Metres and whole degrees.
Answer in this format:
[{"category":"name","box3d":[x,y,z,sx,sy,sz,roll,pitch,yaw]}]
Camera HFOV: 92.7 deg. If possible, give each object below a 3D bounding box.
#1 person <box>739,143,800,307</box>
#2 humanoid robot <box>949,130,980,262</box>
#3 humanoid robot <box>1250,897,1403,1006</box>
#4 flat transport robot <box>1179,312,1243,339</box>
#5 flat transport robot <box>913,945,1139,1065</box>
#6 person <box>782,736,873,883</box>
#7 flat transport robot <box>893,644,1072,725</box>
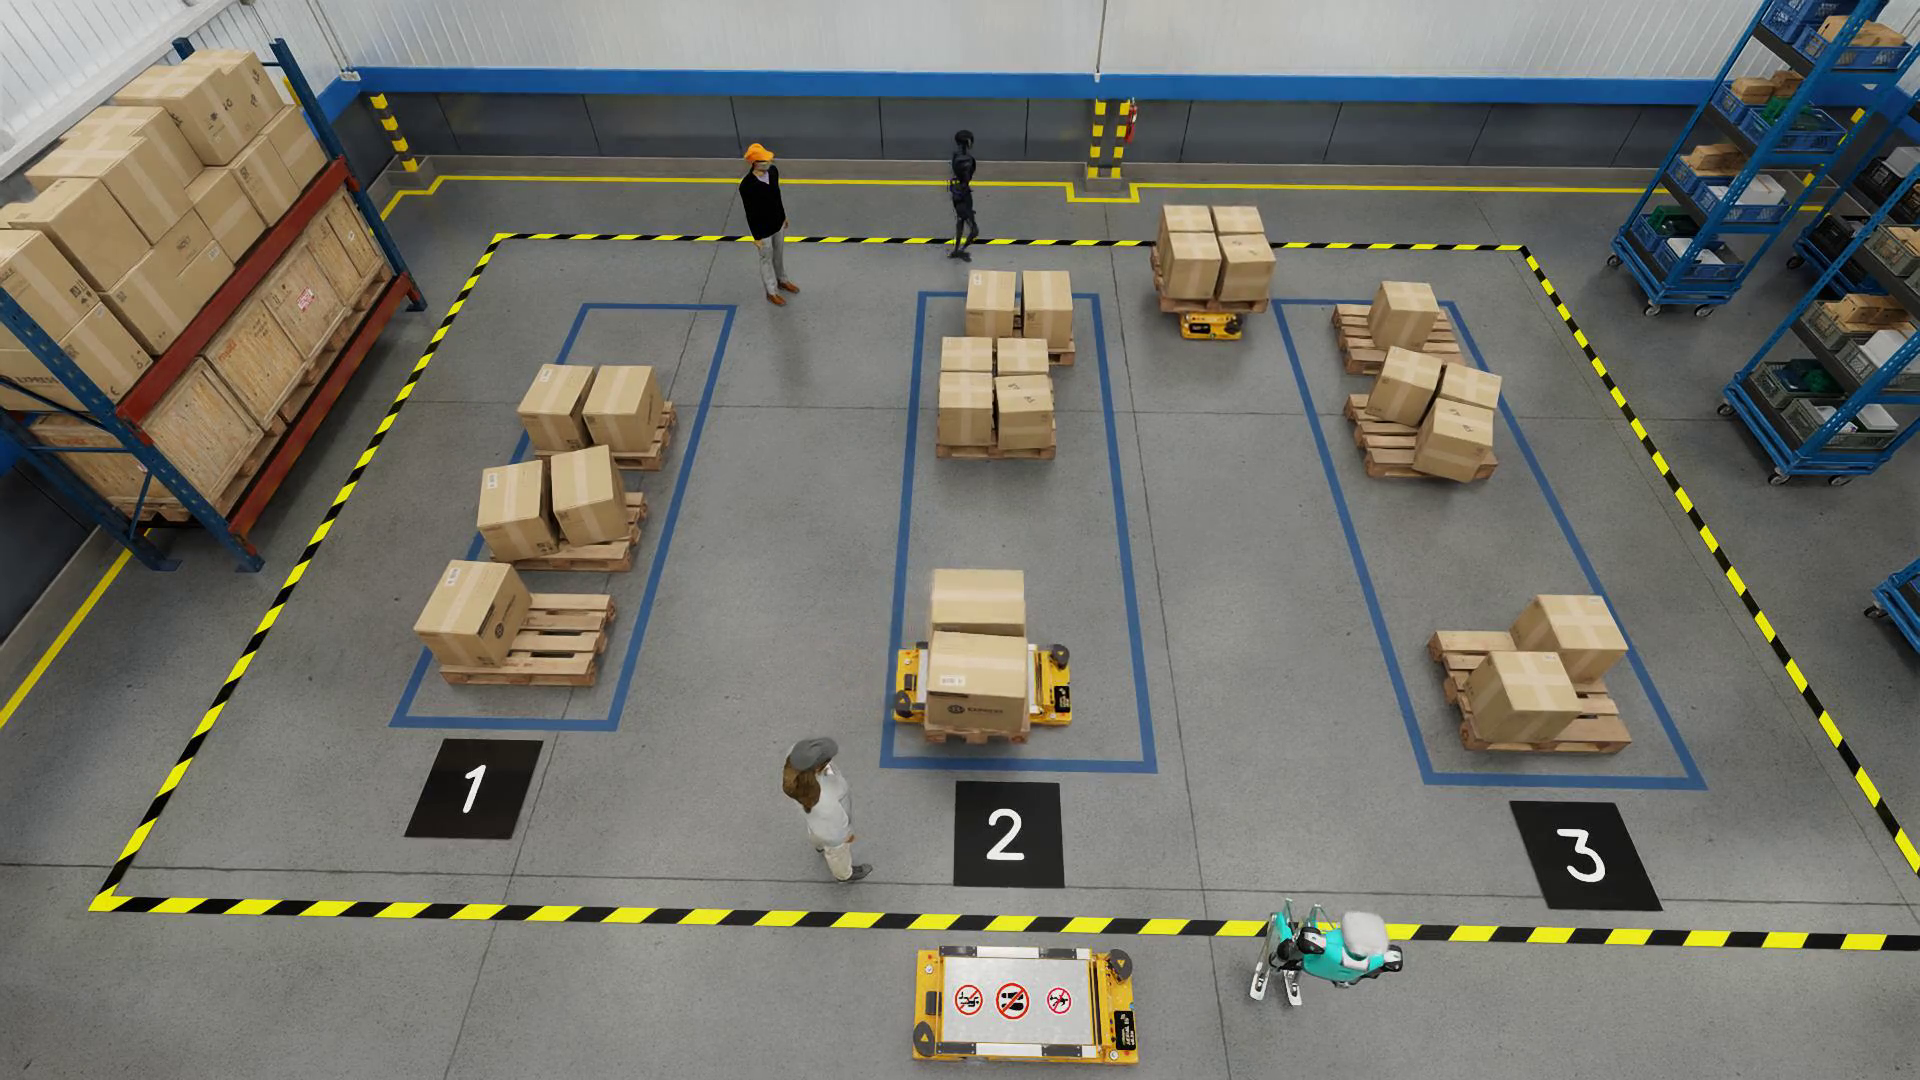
[{"category":"person","box3d":[-2.155,-3.547,10.335,0.358,1.884,0.588,23,54,18]},{"category":"humanoid robot","box3d":[0.035,-4.082,10.907,0.375,1.649,0.599,-8,51,-6]},{"category":"humanoid robot","box3d":[2.140,2.376,5.518,0.533,1.673,0.735,9,51,8]},{"category":"flat transport robot","box3d":[2.888,-2.899,10.831,0.652,0.197,1.431,1,51,1]},{"category":"flat transport robot","box3d":[0.422,3.041,6.007,1.431,0.231,0.659,1,51,1]},{"category":"person","box3d":[-0.900,1.794,6.054,0.400,1.769,0.563,-29,57,-22]},{"category":"flat transport robot","box3d":[0.189,1.168,7.516,1.431,0.197,0.652,1,51,1]}]
